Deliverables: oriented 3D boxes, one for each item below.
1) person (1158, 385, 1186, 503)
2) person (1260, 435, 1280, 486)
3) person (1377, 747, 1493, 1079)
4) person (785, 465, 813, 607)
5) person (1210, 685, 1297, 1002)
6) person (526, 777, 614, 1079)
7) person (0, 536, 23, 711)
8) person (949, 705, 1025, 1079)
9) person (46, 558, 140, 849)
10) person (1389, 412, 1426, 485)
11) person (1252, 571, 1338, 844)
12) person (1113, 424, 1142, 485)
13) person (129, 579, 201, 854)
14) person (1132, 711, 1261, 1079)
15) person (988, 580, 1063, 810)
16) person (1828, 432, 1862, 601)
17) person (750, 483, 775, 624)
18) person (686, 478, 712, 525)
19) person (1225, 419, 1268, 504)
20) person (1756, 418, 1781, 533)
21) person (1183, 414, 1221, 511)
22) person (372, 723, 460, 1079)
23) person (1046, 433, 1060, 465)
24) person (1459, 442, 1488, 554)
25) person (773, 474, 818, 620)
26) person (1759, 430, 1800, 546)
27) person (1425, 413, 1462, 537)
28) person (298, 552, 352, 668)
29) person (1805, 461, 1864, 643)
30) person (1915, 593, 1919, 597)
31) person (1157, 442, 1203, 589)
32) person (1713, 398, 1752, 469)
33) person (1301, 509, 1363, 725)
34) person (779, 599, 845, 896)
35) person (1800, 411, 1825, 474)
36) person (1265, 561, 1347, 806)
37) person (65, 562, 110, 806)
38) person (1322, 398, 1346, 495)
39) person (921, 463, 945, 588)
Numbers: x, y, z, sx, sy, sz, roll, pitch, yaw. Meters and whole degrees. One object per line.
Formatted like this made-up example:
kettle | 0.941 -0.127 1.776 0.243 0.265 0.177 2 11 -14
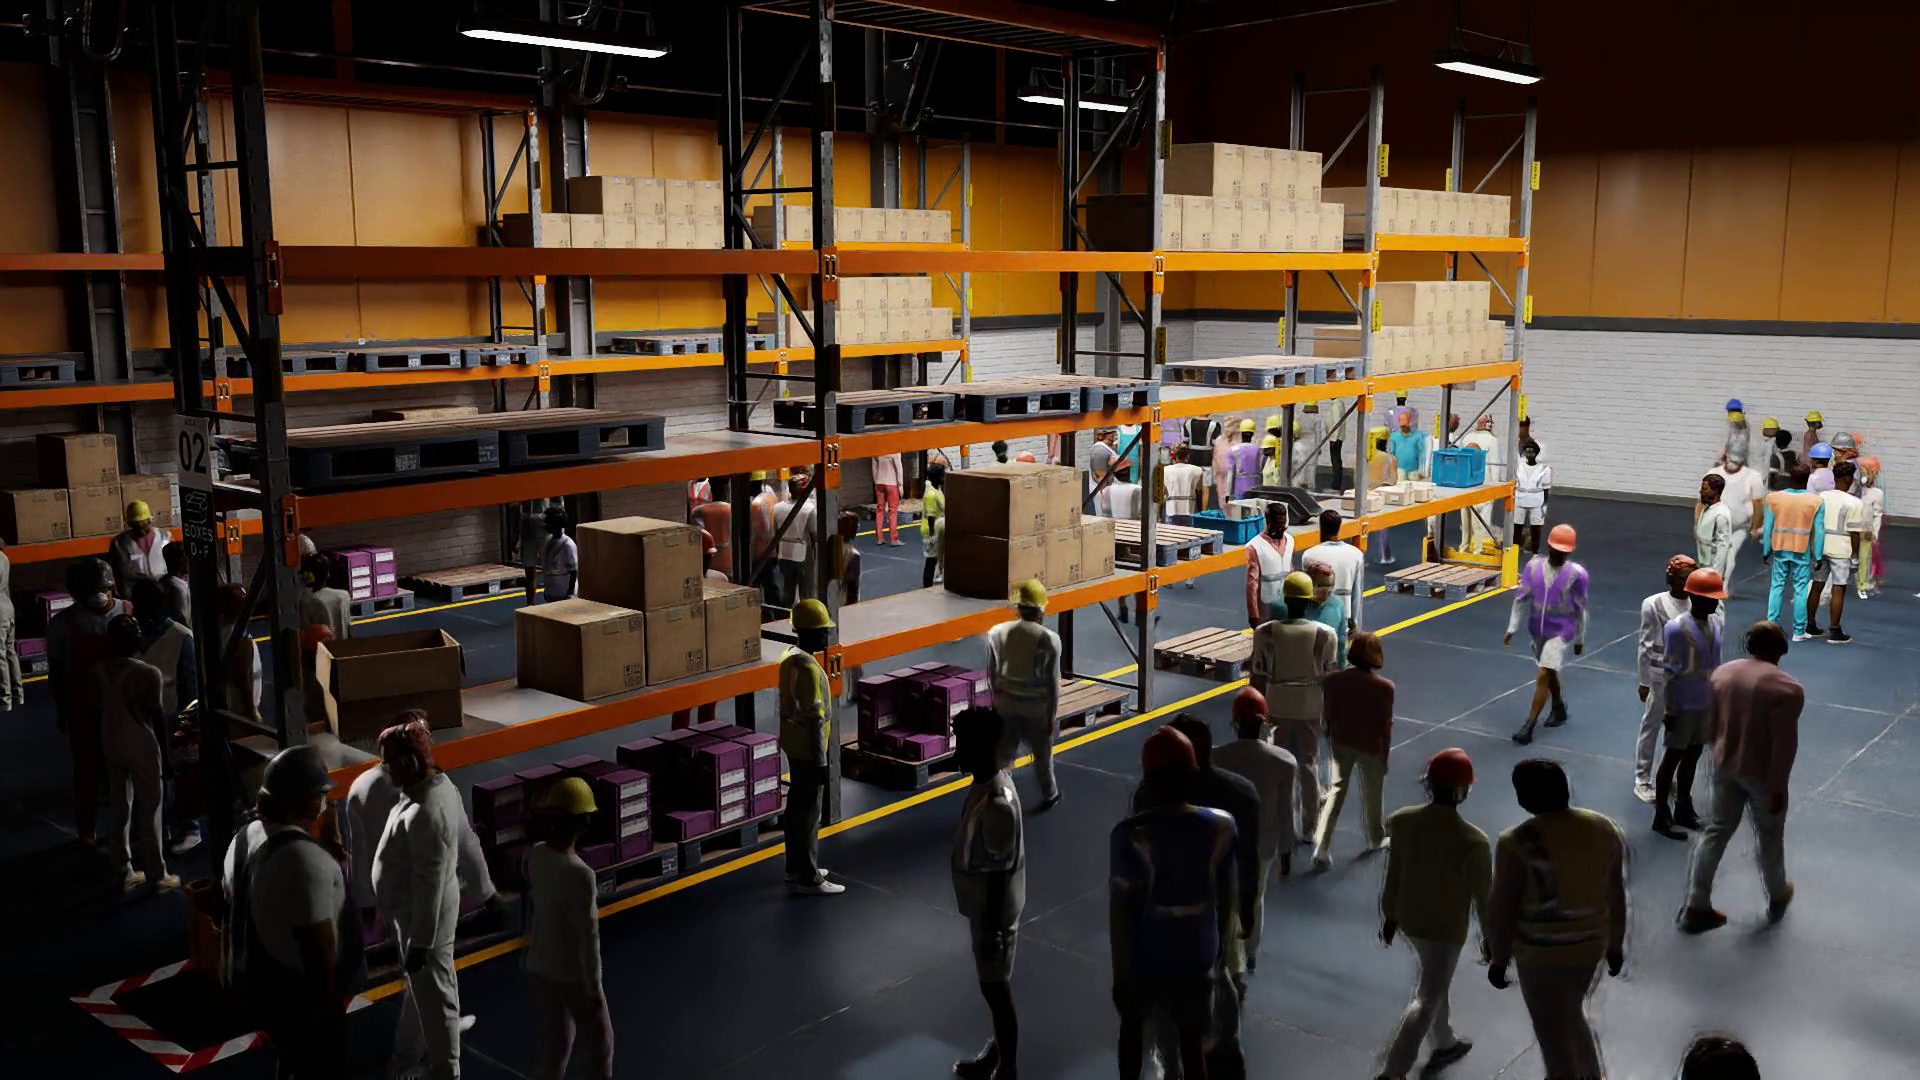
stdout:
person | 3.582 -1.623 27.969 0.604 2.044 0.375 9 13 42
person | 4.172 -0.533 22.319 0.343 1.759 0.534 -1 10 -4
person | 2.317 1.864 8.169 0.903 1.705 0.564 -7 12 -36
person | -1.796 0.020 18.635 0.355 1.883 0.573 -2 10 -11
person | 1.581 1.678 9.253 0.573 1.736 0.808 0 10 1
person | -1.721 1.937 7.635 0.582 1.752 0.557 -9 13 -43
person | -8.780 0.688 15.104 0.324 1.729 0.494 -2 10 -9
person | 0.130 1.753 8.066 0.369 1.957 0.601 -1 10 -4
person | -5.934 1.123 11.582 0.688 2.000 0.536 -6 11 -33
person | 7.098 -1.194 26.372 0.602 1.717 0.670 4 10 21
person | 2.331 1.172 11.623 0.587 1.928 0.363 2 10 11
person | 2.604 -1.161 25.800 0.505 1.845 0.345 -1 10 -5
person | -5.492 1.202 11.473 0.590 1.919 0.394 3 10 17
person | 1.115 1.763 8.141 0.628 1.921 0.530 -3 10 -15
person | 0.471 1.174 12.048 0.595 1.786 0.930 4 10 23
person | 10.513 -0.289 20.013 0.538 2.000 0.683 5 11 25
person | -2.307 -0.017 18.689 0.363 1.939 0.542 -8 12 -40
person | -3.164 -0.198 20.523 0.535 1.690 0.319 6 11 31
person | 3.909 -0.689 22.736 0.593 1.926 0.366 -2 10 -11
person | 12.128 -0.966 24.963 0.321 1.737 0.485 8 12 39
person | 3.699 -1.187 25.417 0.609 2.032 0.410 5 11 27
person | -2.587 1.801 7.955 0.407 1.902 0.639 -2 10 -15
person | 1.554 -1.365 27.278 0.327 1.760 0.523 5 11 26
person | 6.932 -0.514 22.568 0.279 1.633 0.497 -4 10 -23
person | -1.712 0.225 17.514 0.563 1.847 0.388 6 11 31
person | 11.723 -0.736 23.703 0.543 1.677 0.483 -5 11 -26
person | 7.089 -0.938 24.382 0.438 1.867 0.700 -7 12 -36
person | -4.873 1.012 12.796 0.326 1.859 0.518 5 11 29
person | 9.371 0.121 17.827 0.385 1.957 0.603 -5 11 -25
person | 12.061 -0.212 20.204 0.776 1.842 0.514 -4 10 -24
person | 2.730 -0.293 20.654 0.560 1.836 0.394 0 10 1
person | 12.113 -1.265 26.197 0.619 1.918 0.574 -6 11 -33
person | 3.244 0.684 14.605 0.597 1.909 0.405 -3 10 -19
person | -0.973 1.324 10.720 0.370 1.927 0.588 -4 10 -22
person | 13.168 -1.115 25.753 0.305 1.772 0.525 6 11 30
person | 2.620 1.051 12.660 0.691 1.828 1.013 -4 10 -23
person | -6.479 1.070 12.477 0.326 1.843 0.516 -2 10 -13
person | 6.534 -1.777 29.029 0.383 1.996 0.609 3 10 17
person | -0.303 -0.079 19.777 0.317 1.696 0.540 1 10 8
